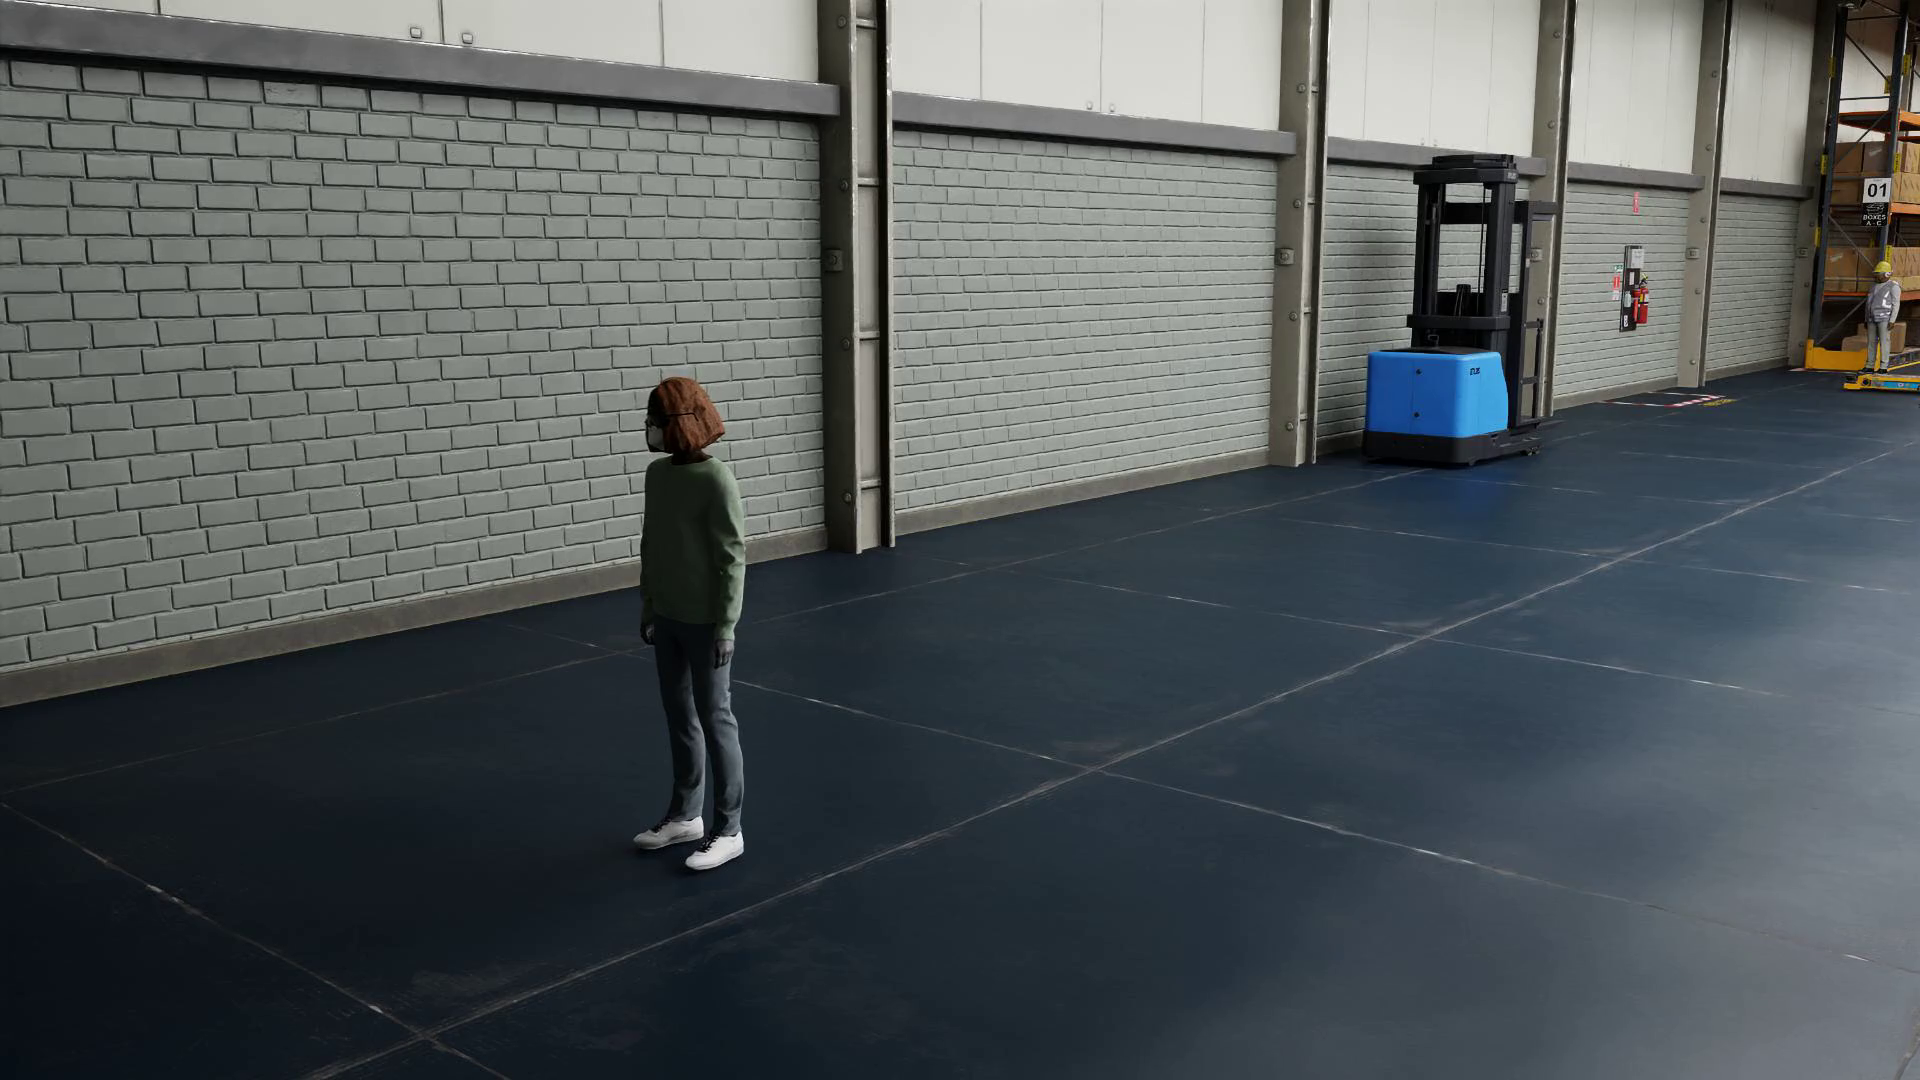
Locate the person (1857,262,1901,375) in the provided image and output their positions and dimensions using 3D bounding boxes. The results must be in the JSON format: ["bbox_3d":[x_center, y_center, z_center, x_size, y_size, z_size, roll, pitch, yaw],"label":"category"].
[{"bbox_3d":[14.921,-3.591,26.999,0.404,1.829,0.600,-3,10,-16],"label":"person"}]

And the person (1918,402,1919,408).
[{"bbox_3d":[8.274,-1.227,13.820,0.529,1.736,0.843,7,12,35],"label":"person"}]

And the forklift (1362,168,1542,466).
[{"bbox_3d":[4.875,-2.212,16.287,1.129,2.768,1.873,8,13,40],"label":"forklift"}]

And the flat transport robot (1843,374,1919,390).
[{"bbox_3d":[13.633,-2.266,24.016,1.431,0.197,0.652,8,13,40],"label":"flat transport robot"}]

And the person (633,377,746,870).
[{"bbox_3d":[-0.909,0.273,5.564,0.272,1.632,0.507,-9,14,-42],"label":"person"}]
